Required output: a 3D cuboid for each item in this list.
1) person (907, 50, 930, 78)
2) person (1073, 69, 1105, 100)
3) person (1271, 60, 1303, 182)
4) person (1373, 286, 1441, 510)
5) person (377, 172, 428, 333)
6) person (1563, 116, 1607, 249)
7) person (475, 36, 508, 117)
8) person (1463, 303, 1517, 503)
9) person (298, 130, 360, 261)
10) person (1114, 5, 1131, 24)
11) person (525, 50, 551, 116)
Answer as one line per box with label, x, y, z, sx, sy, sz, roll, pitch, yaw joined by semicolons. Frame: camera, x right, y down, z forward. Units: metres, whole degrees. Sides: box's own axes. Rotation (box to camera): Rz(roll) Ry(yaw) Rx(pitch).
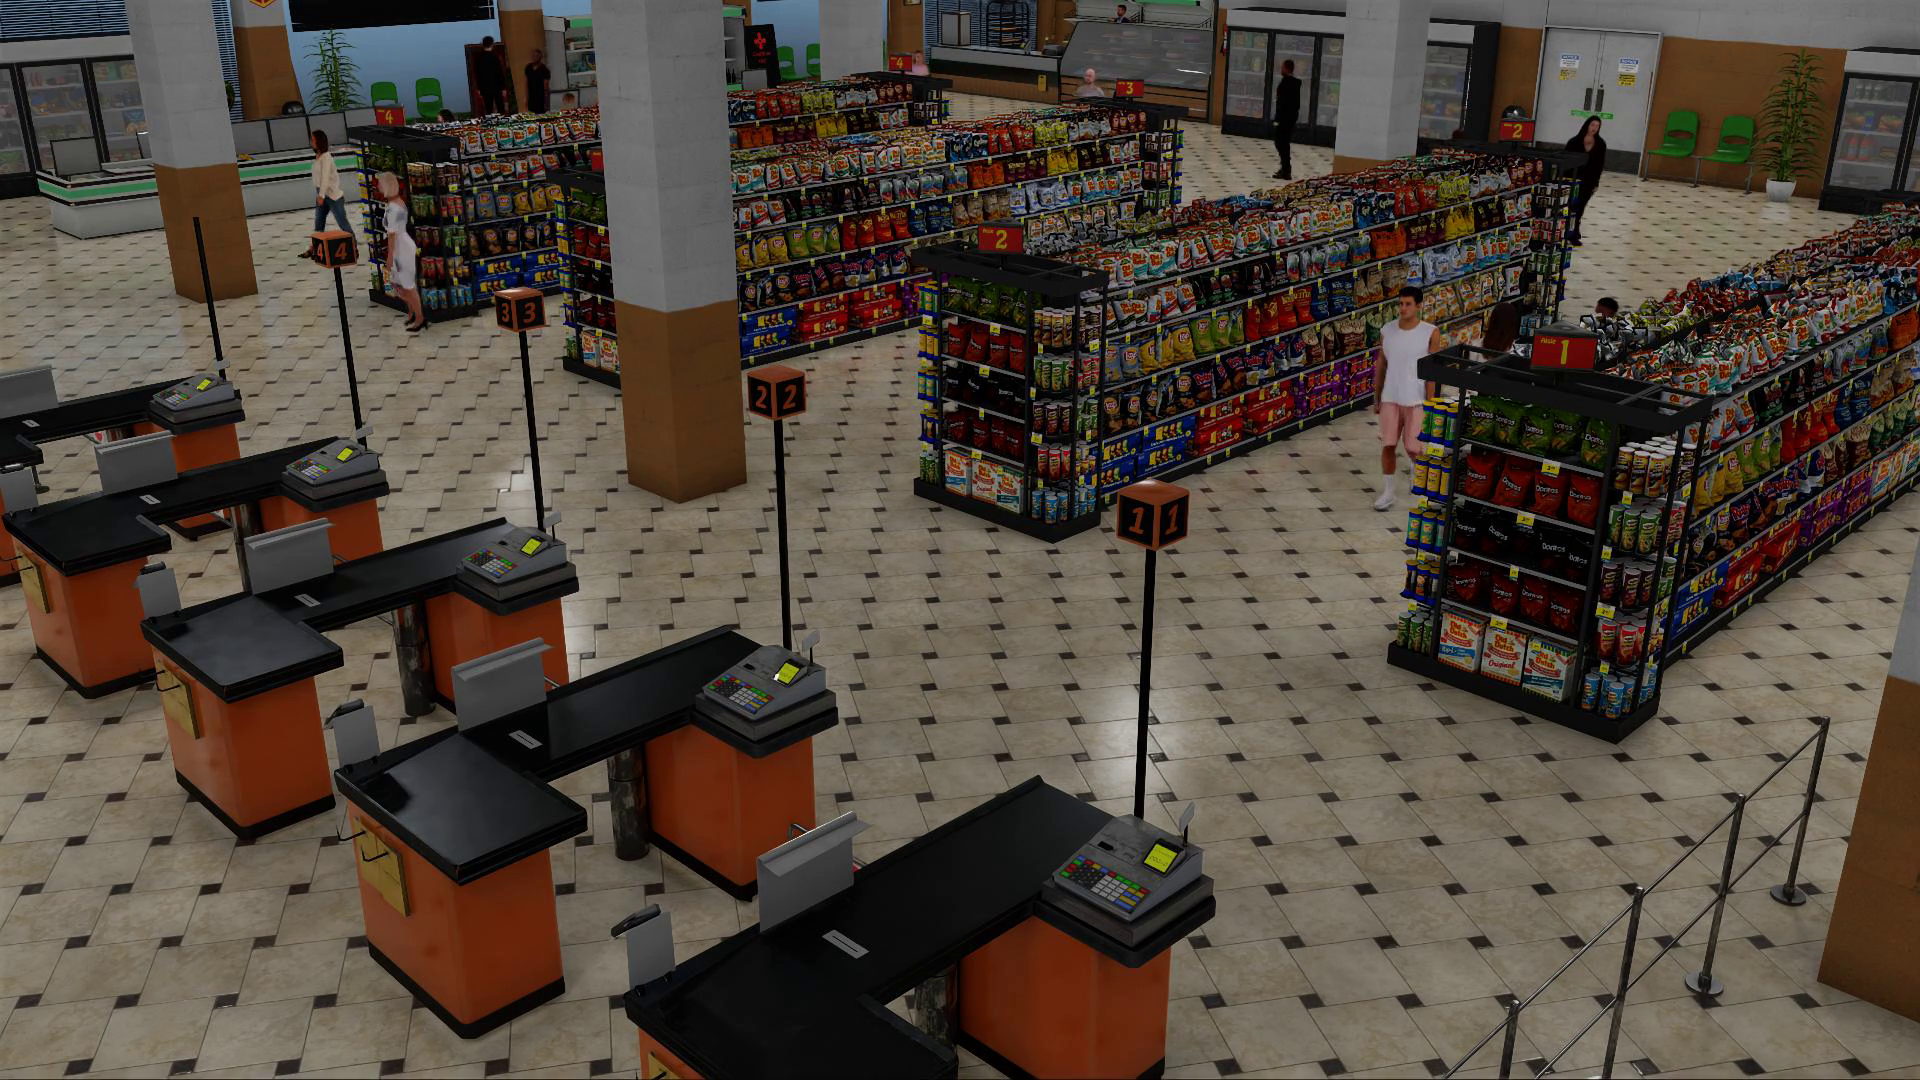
person;-0.791;-8.147;30.616;0.886;1.676;0.833;-10;24;-24
person;2.065;-6.550;26.492;0.937;1.786;1.285;11;24;25
person;5.361;-6.781;26.914;0.817;1.900;0.638;16;27;34
person;3.516;-1.121;13.001;0.749;1.772;0.893;14;26;31
person;-5.943;-3.102;17.981;0.734;1.734;0.690;-5;22;-12
person;8.205;-4.757;22.144;1.054;1.701;1.137;4;22;9
person;-8.734;-8.412;30.994;0.970;1.885;0.969;2;22;5
person;4.106;-1.004;12.821;0.633;1.688;0.576;16;27;34
person;-7.976;-4.389;21.288;0.999;1.657;0.724;-16;27;-34
person;3.719;-11.422;38.508;0.566;1.868;0.621;-20;29;-41
person;-7.442;-7.800;29.592;0.857;1.795;1.029;12;25;28
